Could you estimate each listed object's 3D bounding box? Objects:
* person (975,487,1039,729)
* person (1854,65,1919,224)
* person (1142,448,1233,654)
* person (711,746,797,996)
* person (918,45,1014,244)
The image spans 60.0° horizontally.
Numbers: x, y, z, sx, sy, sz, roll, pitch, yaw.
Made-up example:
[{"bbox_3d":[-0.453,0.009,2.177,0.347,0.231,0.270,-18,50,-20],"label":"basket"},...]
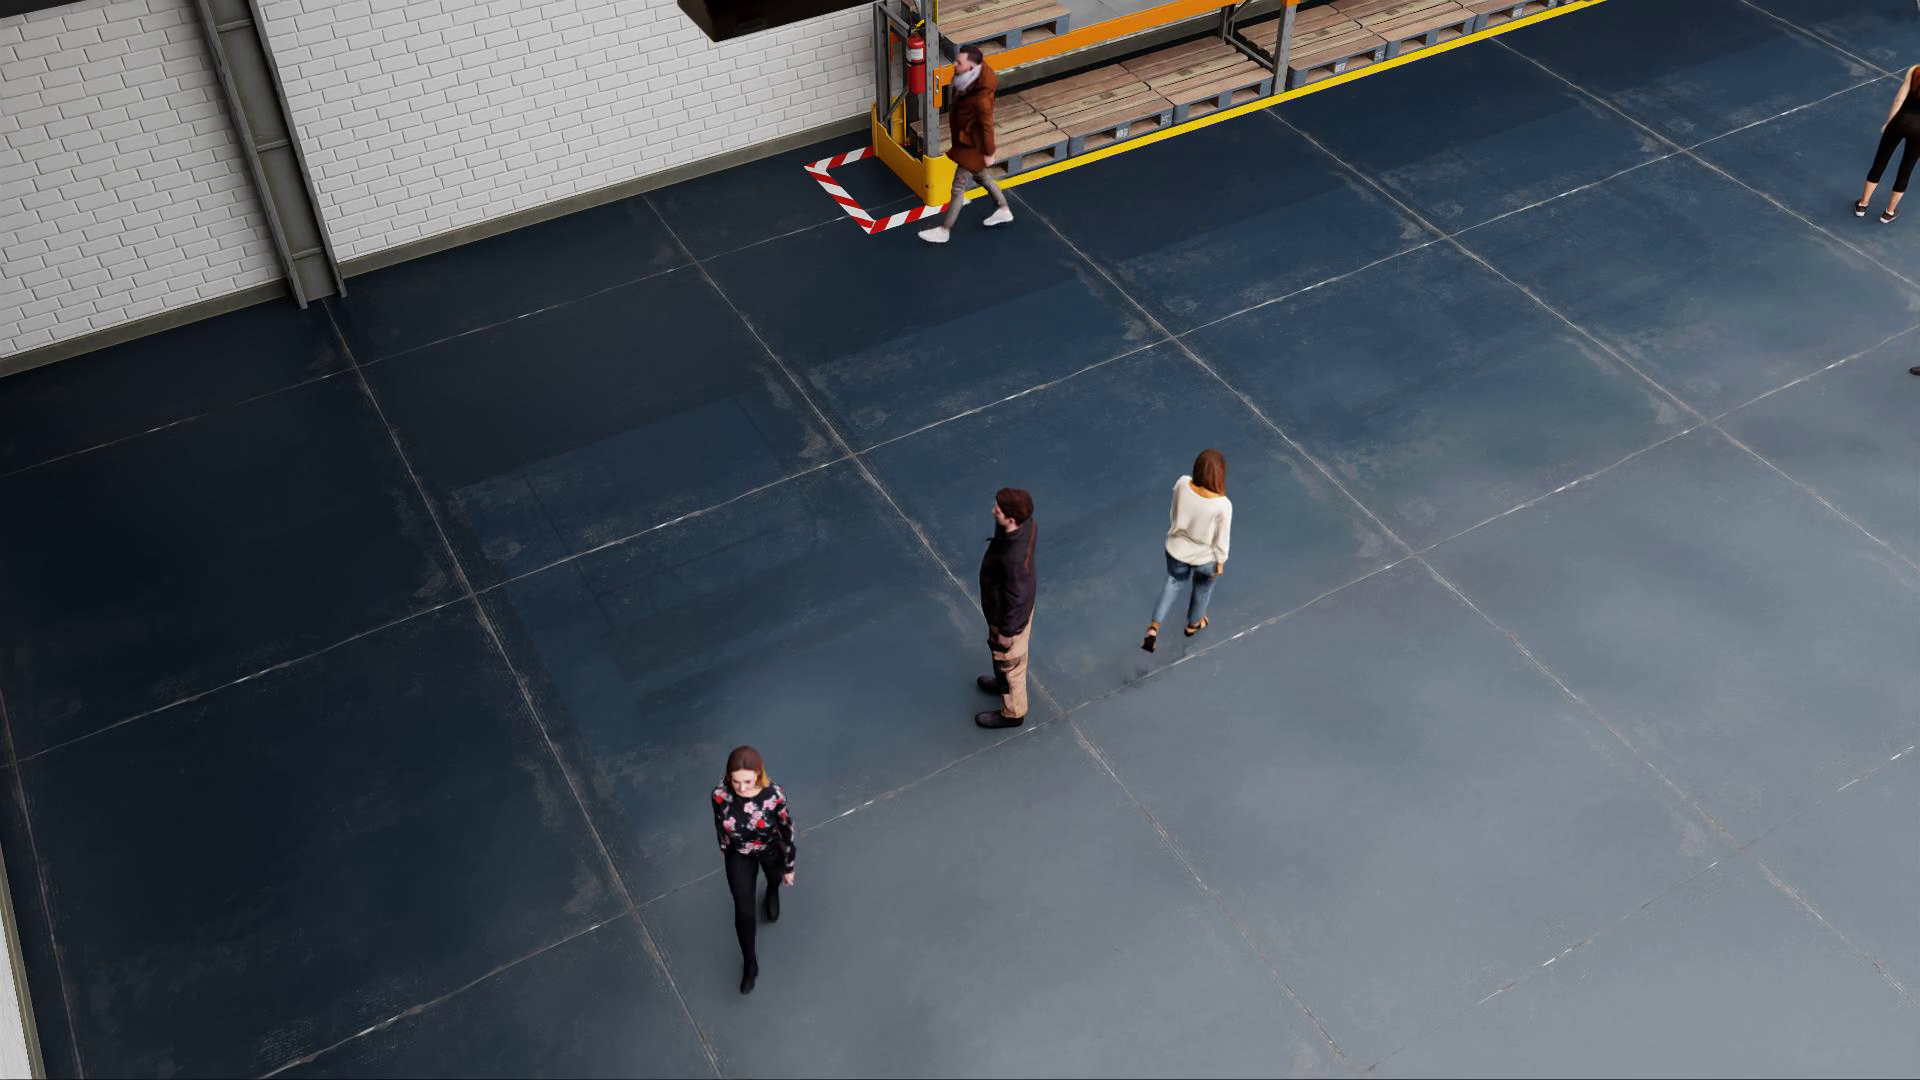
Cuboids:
[{"bbox_3d":[0.309,0.416,10.236,0.817,1.925,0.794,4,44,4],"label":"person"},{"bbox_3d":[8.332,-3.613,14.609,0.643,1.726,0.638,26,49,25],"label":"person"},{"bbox_3d":[1.463,0.109,10.746,0.807,1.667,0.984,30,51,28],"label":"person"},{"bbox_3d":[-1.105,1.631,9.163,1.039,1.647,0.962,-2,44,-2],"label":"person"},{"bbox_3d":[0.192,-3.405,14.347,1.227,1.788,0.925,-10,45,-11],"label":"person"}]
